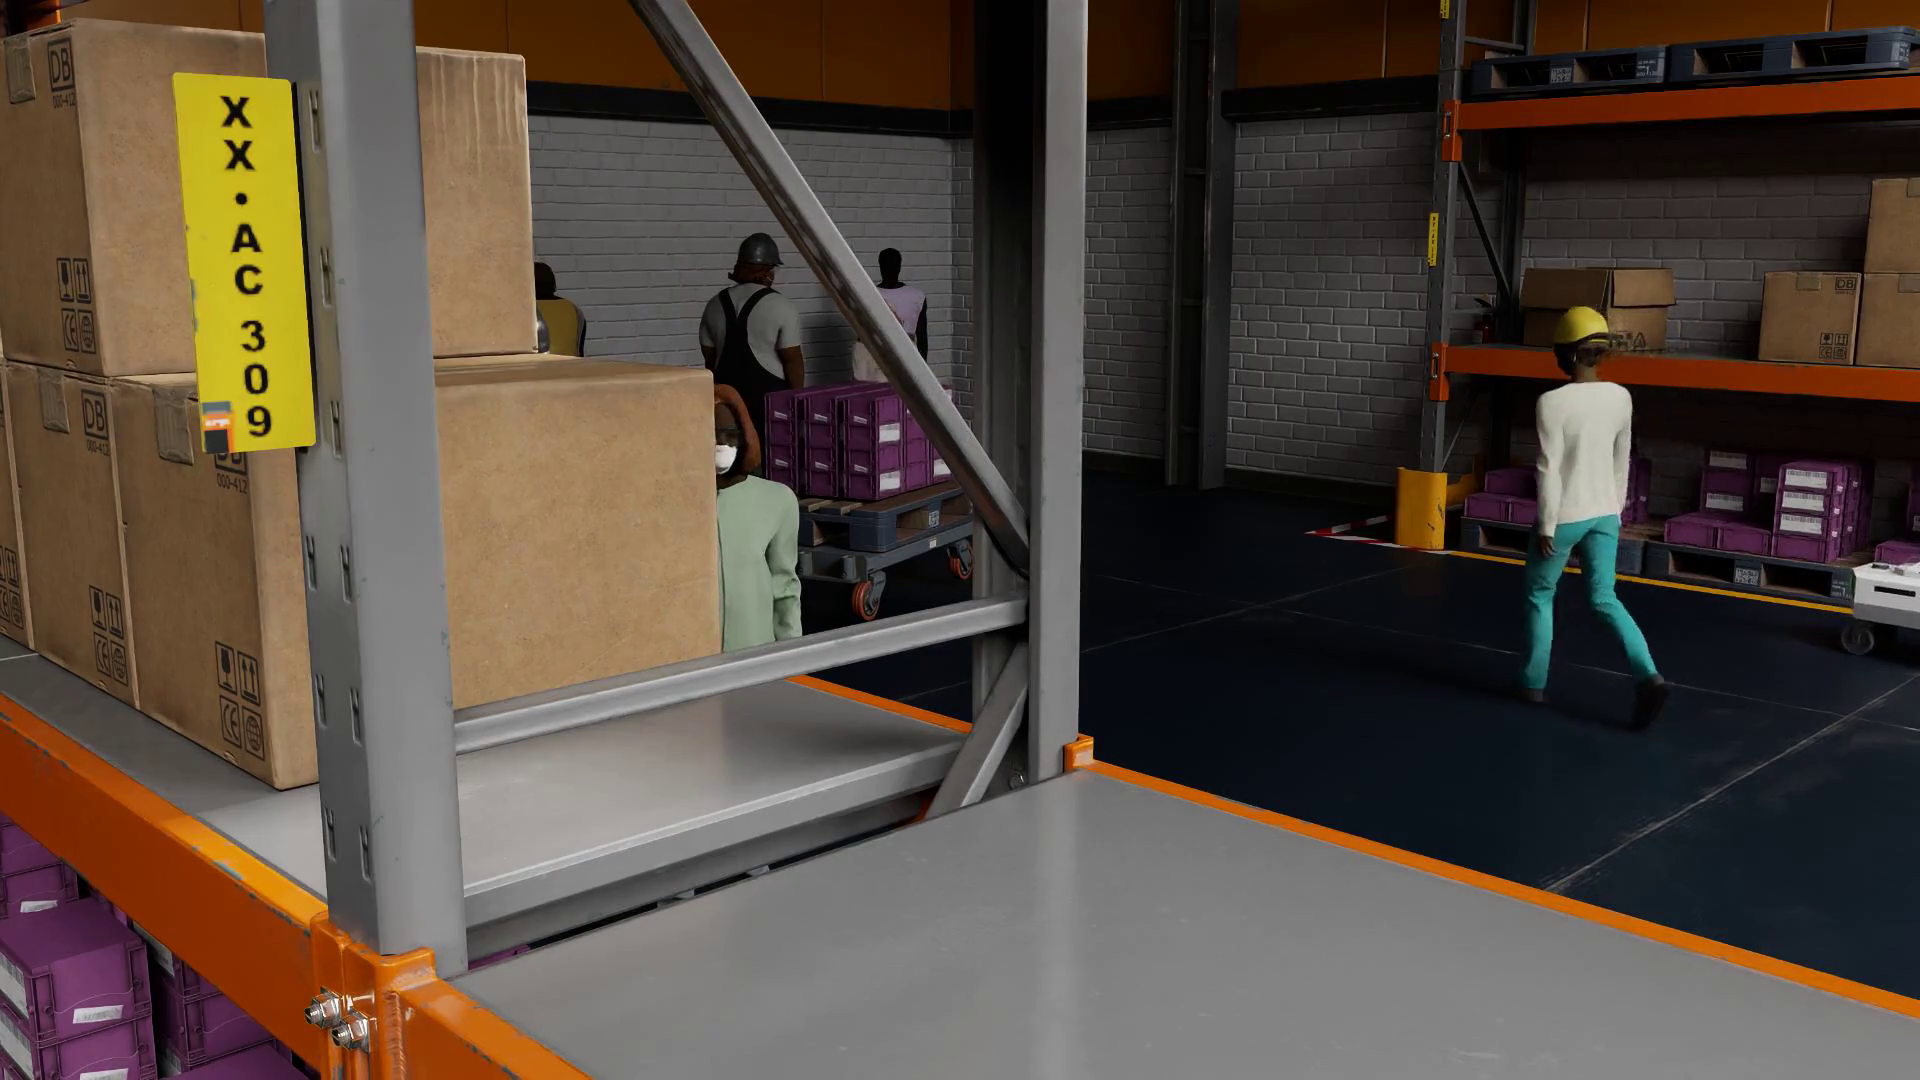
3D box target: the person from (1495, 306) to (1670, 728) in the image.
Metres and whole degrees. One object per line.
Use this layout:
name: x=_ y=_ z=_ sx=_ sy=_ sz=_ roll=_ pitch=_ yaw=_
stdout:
person: x=2.628 y=-0.097 z=6.917 sx=0.532 sy=1.739 sz=0.795 roll=-5 pitch=11 yaw=-24

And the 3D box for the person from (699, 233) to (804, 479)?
person: x=-1.223 y=-0.876 z=10.322 sx=0.690 sy=2.000 sz=0.538 roll=5 pitch=12 yaw=27

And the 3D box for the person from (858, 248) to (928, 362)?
person: x=-0.555 y=-1.427 z=13.655 sx=0.593 sy=1.921 sz=0.391 roll=-2 pitch=11 yaw=-12

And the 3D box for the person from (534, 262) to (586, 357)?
person: x=-2.856 y=-0.989 z=11.493 sx=0.430 sy=1.841 sz=0.624 roll=7 pitch=12 yaw=32

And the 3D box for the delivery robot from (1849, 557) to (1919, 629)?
delivery robot: x=4.622 y=0.269 z=7.877 sx=0.477 sy=0.478 sz=0.707 roll=-9 pitch=13 yaw=-39

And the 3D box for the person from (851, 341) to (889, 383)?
person: x=-0.531 y=-0.749 z=10.789 sx=0.527 sy=1.604 sz=0.453 roll=-10 pitch=14 yaw=-43

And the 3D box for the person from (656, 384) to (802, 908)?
person: x=-0.668 y=0.381 z=4.581 sx=0.507 sy=1.632 sz=0.277 roll=-5 pitch=11 yaw=-24
